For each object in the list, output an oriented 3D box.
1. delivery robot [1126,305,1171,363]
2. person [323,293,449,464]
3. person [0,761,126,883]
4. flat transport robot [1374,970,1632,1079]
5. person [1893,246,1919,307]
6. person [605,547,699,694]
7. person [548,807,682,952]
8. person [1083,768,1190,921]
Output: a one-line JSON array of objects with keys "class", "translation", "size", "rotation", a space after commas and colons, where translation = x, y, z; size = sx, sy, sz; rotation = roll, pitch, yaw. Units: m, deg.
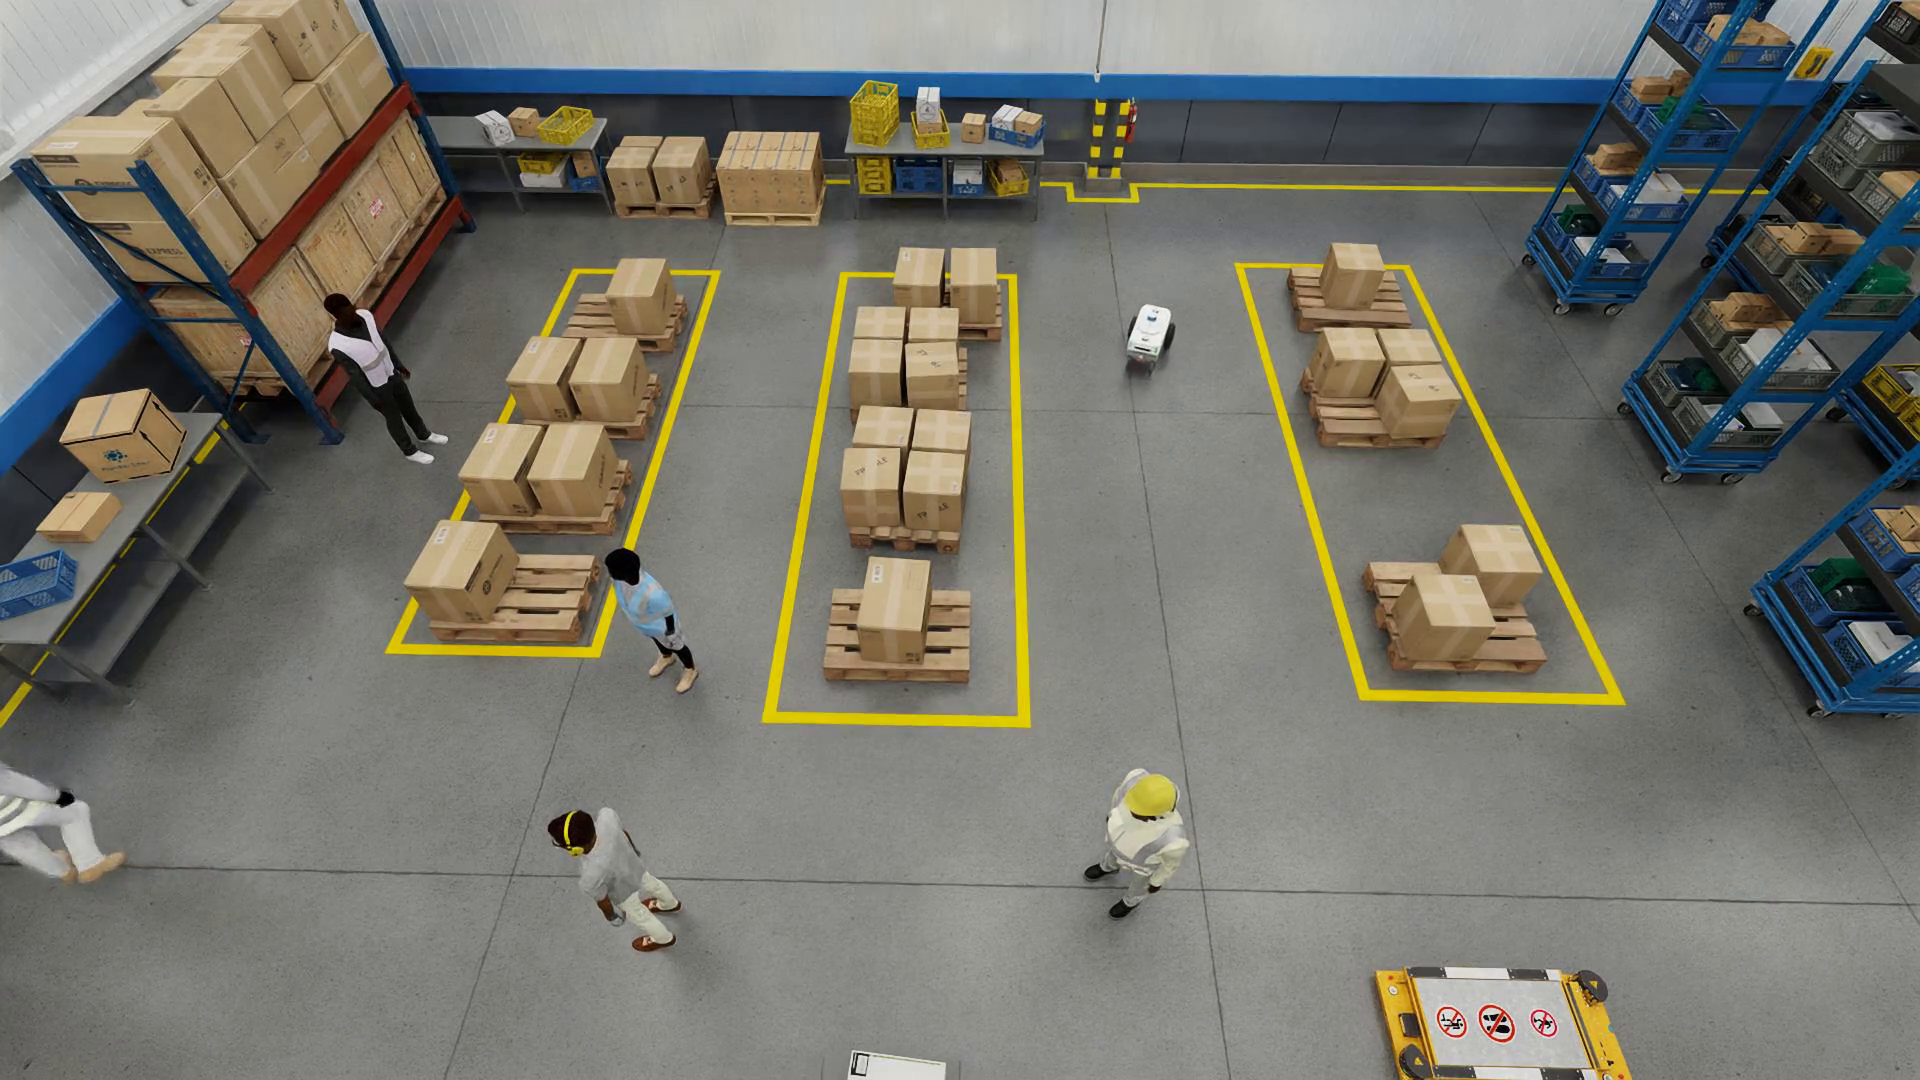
[{"class": "delivery robot", "translation": [2.084, -2.285, 10.091], "size": [0.477, 0.478, 0.707], "rotation": [16, 53, 13]}, {"class": "person", "translation": [-5.477, -1.516, 8.659], "size": [0.396, 1.910, 0.587], "rotation": [2, 51, 2]}, {"class": "person", "translation": [-6.305, 1.782, 6.023], "size": [0.699, 1.819, 0.434], "rotation": [-11, 52, -8]}, {"class": "flat transport robot", "translation": [3.501, 3.133, 5.914], "size": [1.431, 0.197, 0.652], "rotation": [1, 51, 1]}, {"class": "person", "translation": [11.175, -3.574, 10.301], "size": [0.630, 1.954, 0.600], "rotation": [-14, 52, -11]}, {"class": "person", "translation": [-2.366, 0.610, 7.054], "size": [0.536, 1.699, 0.322], "rotation": [28, 56, 21]}, {"class": "person", "translation": [-2.120, 2.122, 5.724], "size": [0.328, 1.862, 0.503], "rotation": [3, 51, 2]}, {"class": "person", "translation": [1.123, 1.953, 5.875], "size": [0.404, 1.835, 0.588], "rotation": [-20, 54, -16]}]
